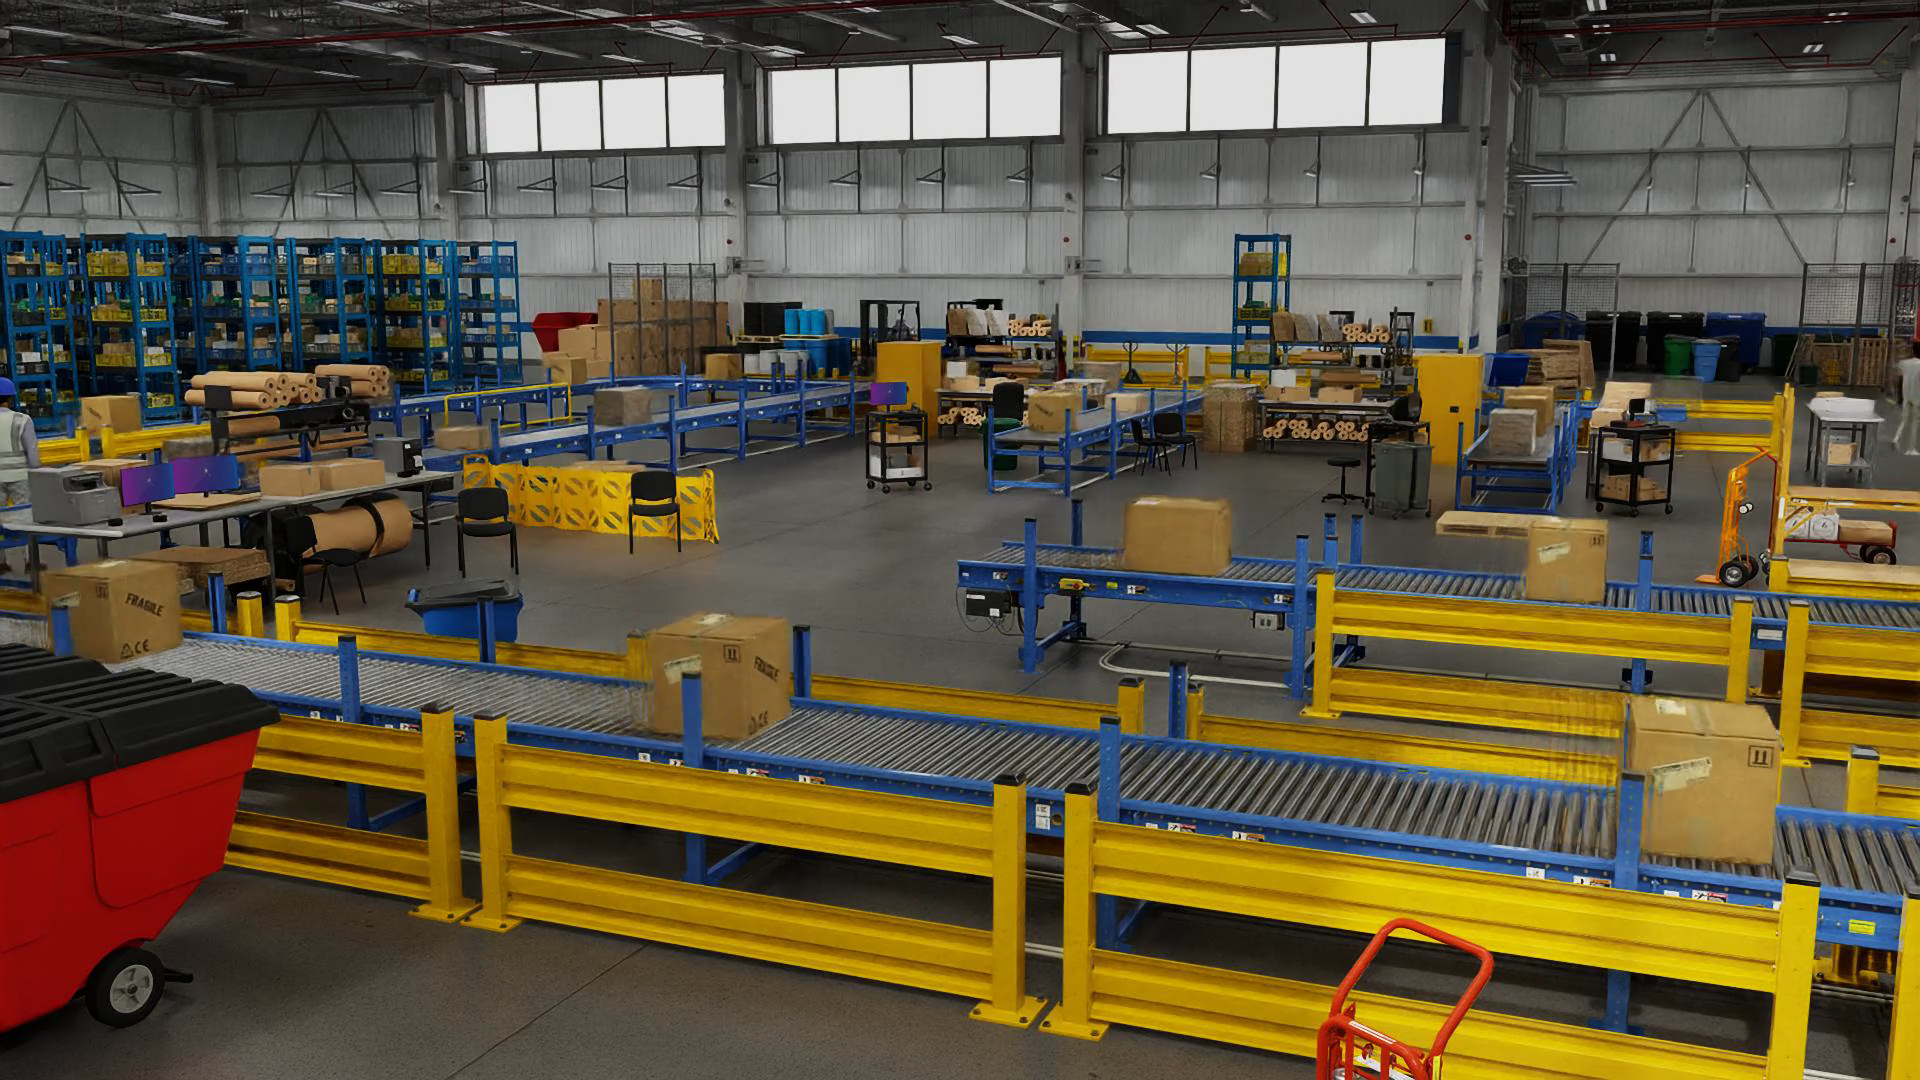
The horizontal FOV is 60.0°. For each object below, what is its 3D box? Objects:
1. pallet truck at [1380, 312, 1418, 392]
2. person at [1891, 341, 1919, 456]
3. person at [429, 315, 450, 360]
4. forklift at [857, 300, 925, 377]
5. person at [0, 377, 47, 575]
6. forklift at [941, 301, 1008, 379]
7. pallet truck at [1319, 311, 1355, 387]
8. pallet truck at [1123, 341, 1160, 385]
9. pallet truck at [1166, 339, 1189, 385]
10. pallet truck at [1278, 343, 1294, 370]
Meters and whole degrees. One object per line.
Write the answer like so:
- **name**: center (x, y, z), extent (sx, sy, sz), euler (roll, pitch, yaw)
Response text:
- **pallet truck**: center (10.207, -4.283, 38.369), extent (0.823, 1.965, 1.885), euler (3, 10, 20)
- **person**: center (15.176, -2.256, 26.496), extent (0.448, 1.860, 0.540), euler (-4, 10, -25)
- **person**: center (-13.909, -5.296, 44.610), extent (0.658, 1.949, 0.954), euler (-7, 11, -35)
- **forklift**: center (-1.732, -5.109, 42.468), extent (1.157, 1.987, 2.680), euler (4, 10, 22)
- **person**: center (-9.343, -0.622, 16.332), extent (0.614, 1.946, 0.390), euler (-1, 9, -8)
- **forklift**: center (0.365, -4.966, 41.571), extent (1.157, 1.987, 2.680), euler (3, 10, 20)
- **pallet truck**: center (9.071, -4.419, 39.190), extent (0.823, 1.965, 1.885), euler (5, 10, 26)
- **pallet truck**: center (4.445, -4.380, 41.279), extent (0.680, 1.201, 1.601), euler (4, 10, 22)
- **pallet truck**: center (5.418, -4.269, 40.420), extent (0.704, 1.261, 1.522), euler (3, 10, 20)
- **pallet truck**: center (7.886, -4.163, 39.743), extent (0.653, 1.274, 1.630), euler (4, 10, 22)
